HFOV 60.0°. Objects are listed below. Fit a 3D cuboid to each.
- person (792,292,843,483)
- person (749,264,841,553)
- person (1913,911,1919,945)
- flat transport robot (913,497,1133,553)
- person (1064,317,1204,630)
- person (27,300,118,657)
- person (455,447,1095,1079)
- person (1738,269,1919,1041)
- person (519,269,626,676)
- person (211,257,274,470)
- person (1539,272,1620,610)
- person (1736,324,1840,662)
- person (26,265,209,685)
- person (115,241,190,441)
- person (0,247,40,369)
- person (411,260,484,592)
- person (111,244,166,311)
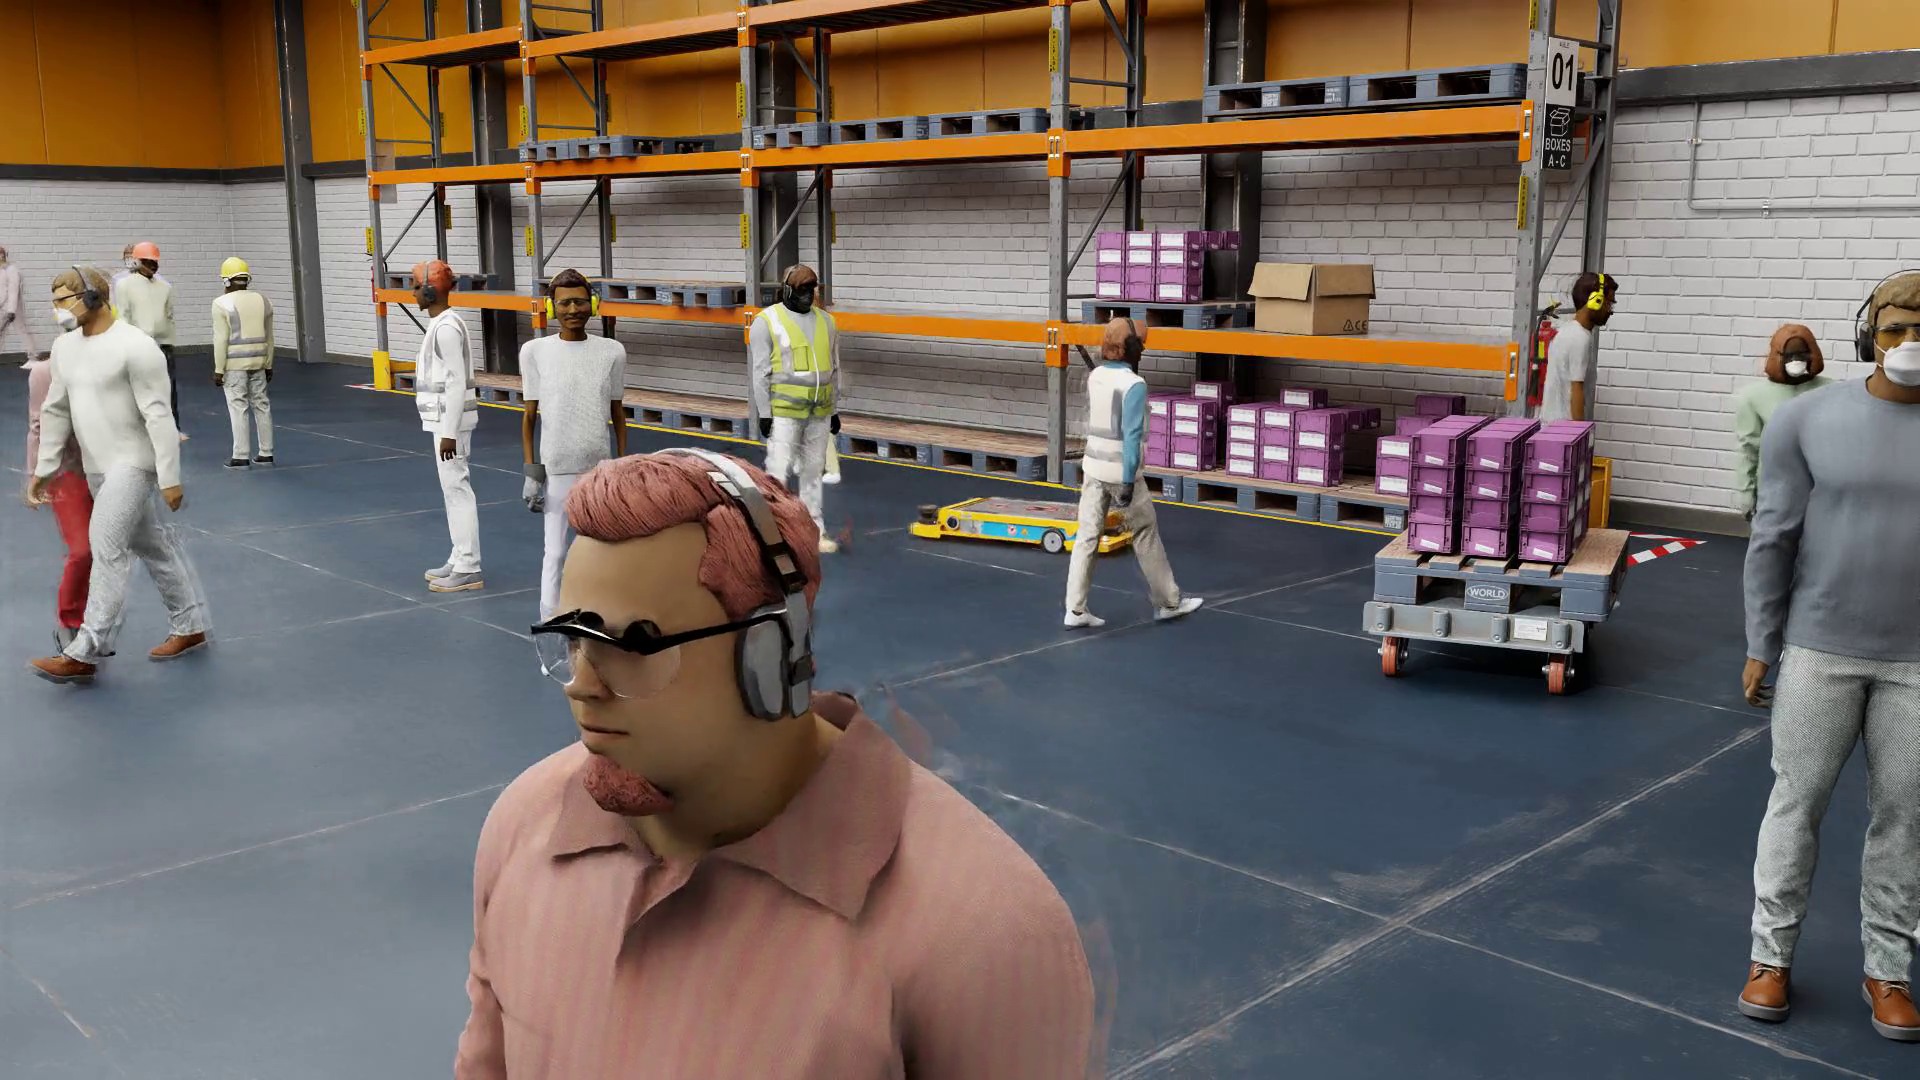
[{"bbox_3d":[-1.253,-1.276,13.748,0.882,1.577,0.505,9,14,42],"label":"person"},{"bbox_3d":[-1.012,-0.813,10.529,0.626,1.842,0.429,-8,13,-38],"label":"person"},{"bbox_3d":[2.851,0.407,4.486,0.493,1.615,0.386,-1,10,-3],"label":"person"},{"bbox_3d":[0.464,-0.115,11.002,1.431,0.197,0.652,6,12,29],"label":"flat transport robot"},{"bbox_3d":[0.881,-0.341,8.585,0.822,1.599,0.530,-6,12,-28],"label":"person"},{"bbox_3d":[-4.158,-0.296,7.954,0.421,1.736,0.548,6,12,30],"label":"person"},{"bbox_3d":[-0.200,0.825,1.581,0.662,1.859,1.004,8,13,36],"label":"person"},{"bbox_3d":[2.314,0.296,4.211,0.627,1.940,0.370,4,11,22],"label":"person"},{"bbox_3d":[-1.773,-0.309,7.712,0.508,1.867,0.329,-4,11,-23],"label":"person"},{"bbox_3d":[-6.235,-1.528,14.444,0.404,1.831,0.600,5,12,27],"label":"person"},{"bbox_3d":[3.212,-0.527,8.988,0.709,1.834,0.580,3,11,15],"label":"person"},{"bbox_3d":[3.945,-0.225,7.925,0.529,1.612,0.392,2,11,10],"label":"person"},{"bbox_3d":[-3.933,-0.300,7.606,0.639,1.874,1.041,6,12,28],"label":"person"},{"bbox_3d":[-8.037,-1.954,16.405,0.822,1.969,0.622,7,13,34],"label":"person"},{"bbox_3d":[-14.389,-3.474,25.016,0.674,1.843,0.998,6,12,28],"label":"person"},{"bbox_3d":[-2.929,-0.648,9.505,0.337,1.881,0.584,-4,11,-19],"label":"person"},{"bbox_3d":[-8.829,-2.221,17.975,0.622,1.932,0.368,1,10,8],"label":"person"}]
